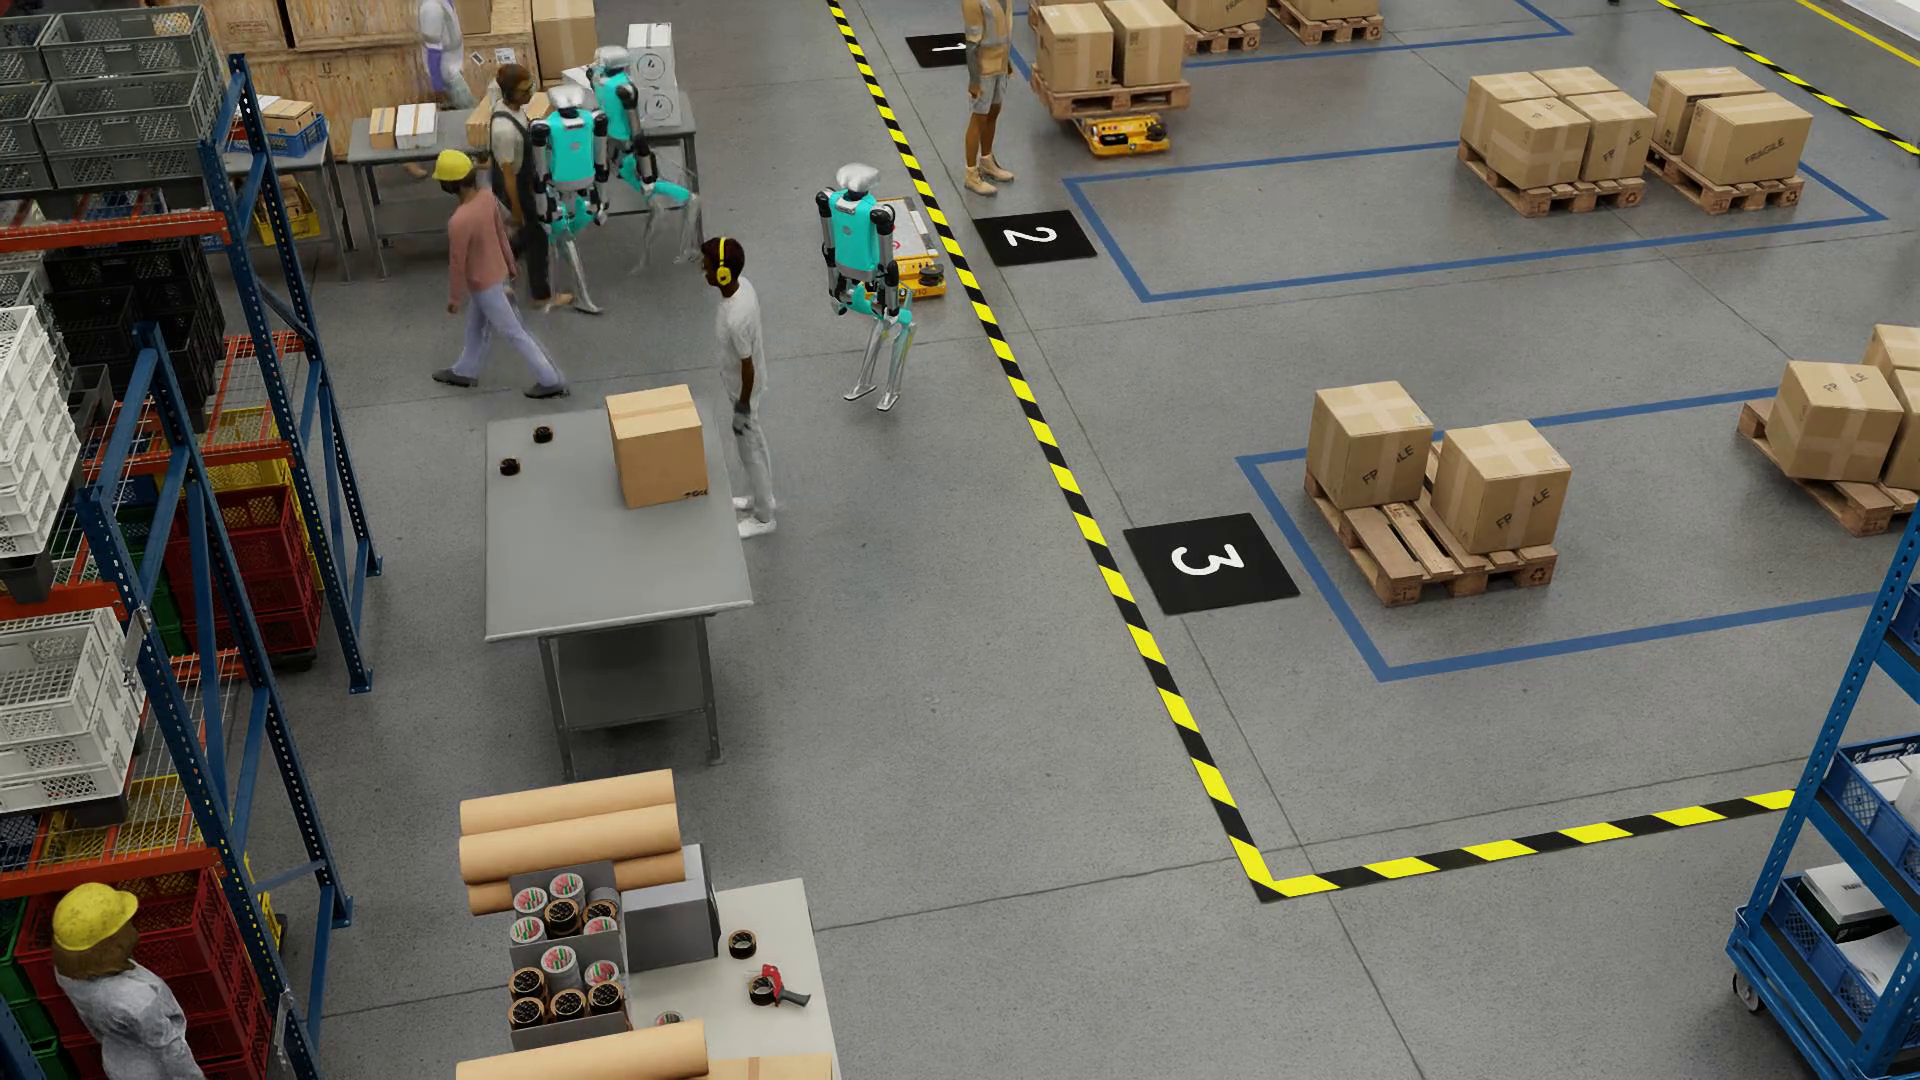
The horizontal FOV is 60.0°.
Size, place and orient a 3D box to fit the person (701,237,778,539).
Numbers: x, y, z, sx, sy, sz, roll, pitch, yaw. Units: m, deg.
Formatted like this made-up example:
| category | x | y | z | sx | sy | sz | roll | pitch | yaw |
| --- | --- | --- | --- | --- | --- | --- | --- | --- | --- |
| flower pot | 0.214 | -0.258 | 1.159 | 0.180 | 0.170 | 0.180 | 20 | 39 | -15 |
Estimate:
| category | x | y | z | sx | sy | sz | roll | pitch | yaw |
| --- | --- | --- | --- | --- | --- | --- | --- | --- | --- |
| person | -1.238 | -0.846 | 9.351 | 0.309 | 1.868 | 0.529 | -3 | 37 | -4 |

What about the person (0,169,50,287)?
| category | x | y | z | sx | sy | sz | roll | pitch | yaw |
| --- | --- | --- | --- | --- | --- | --- | --- | --- | --- |
| person | -6.182 | -1.854 | 10.769 | 0.917 | 1.795 | 0.639 | -9 | 38 | -12 |

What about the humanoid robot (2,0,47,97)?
| category | x | y | z | sx | sy | sz | roll | pitch | yaw |
| --- | --- | --- | --- | --- | --- | --- | --- | --- | --- |
| humanoid robot | -7.255 | -3.584 | 13.197 | 0.616 | 1.634 | 0.416 | 5 | 37 | 6 |

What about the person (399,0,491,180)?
| category | x | y | z | sx | sy | sz | roll | pitch | yaw |
| --- | --- | --- | --- | --- | --- | --- | --- | --- | --- |
| person | -4.129 | -3.732 | 13.113 | 0.905 | 2.013 | 0.619 | -9 | 38 | -12 |

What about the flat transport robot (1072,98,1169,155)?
| category | x | y | z | sx | sy | sz | roll | pitch | yaw |
| --- | --- | --- | --- | --- | --- | --- | --- | --- | --- |
| flat transport robot | 1.306 | -3.775 | 14.604 | 0.652 | 0.197 | 1.431 | -8 | 37 | -10 |

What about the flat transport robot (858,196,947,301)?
| category | x | y | z | sx | sy | sz | roll | pitch | yaw |
| --- | --- | --- | --- | --- | --- | --- | --- | --- | --- |
| flat transport robot | -0.570 | -2.220 | 12.538 | 0.659 | 0.231 | 1.431 | -8 | 37 | -10 |

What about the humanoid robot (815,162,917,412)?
| category | x | y | z | sx | sy | sz | roll | pitch | yaw |
| --- | --- | --- | --- | --- | --- | --- | --- | --- | --- |
| humanoid robot | -0.495 | -1.626 | 10.399 | 0.533 | 1.674 | 0.735 | 21 | 41 | 26 |

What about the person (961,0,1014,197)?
| category | x | y | z | sx | sy | sz | roll | pitch | yaw |
| --- | --- | --- | --- | --- | --- | --- | --- | --- | --- |
| person | 0.260 | -3.736 | 13.090 | 0.391 | 2.041 | 0.610 | 19 | 41 | 24 |

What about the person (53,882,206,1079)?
| category | x | y | z | sx | sy | sz | roll | pitch | yaw |
| --- | --- | --- | --- | --- | --- | --- | --- | --- | --- |
| person | -2.827 | 1.831 | 5.856 | 0.486 | 1.743 | 0.295 | 19 | 41 | 23 |

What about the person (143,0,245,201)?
| category | x | y | z | sx | sy | sz | roll | pitch | yaw |
| --- | --- | --- | --- | --- | --- | --- | --- | --- | --- |
| person | -5.957 | -3.475 | 12.851 | 0.495 | 1.907 | 0.553 | 4 | 37 | 5 |

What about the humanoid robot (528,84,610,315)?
| category | x | y | z | sx | sy | sz | roll | pitch | yaw |
| --- | --- | --- | --- | --- | --- | --- | --- | --- | --- |
| humanoid robot | -2.754 | -2.368 | 11.505 | 0.585 | 1.777 | 0.875 | -19 | 41 | -24 |

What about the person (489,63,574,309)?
| category | x | y | z | sx | sy | sz | roll | pitch | yaw |
| --- | --- | --- | --- | --- | --- | --- | --- | --- | --- |
| person | -3.118 | -2.420 | 11.508 | 0.558 | 1.819 | 0.543 | -8 | 37 | -10 |

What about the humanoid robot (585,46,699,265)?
| category | x | y | z | sx | sy | sz | roll | pitch | yaw |
| --- | --- | --- | --- | --- | --- | --- | --- | --- | --- |
| humanoid robot | -2.198 | -2.738 | 12.059 | 0.840 | 1.828 | 0.555 | -28 | 45 | -32 |

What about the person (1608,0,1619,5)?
| category | x | y | z | sx | sy | sz | roll | pitch | yaw |
| --- | --- | --- | --- | --- | --- | --- | --- | --- | --- |
| person | 6.913 | -6.449 | 16.941 | 0.582 | 1.797 | 0.832 | 7 | 37 | 10 |

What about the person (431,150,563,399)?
| category | x | y | z | sx | sy | sz | roll | pitch | yaw |
| --- | --- | --- | --- | --- | --- | --- | --- | --- | --- |
| person | -3.052 | -1.664 | 10.573 | 0.928 | 1.707 | 0.532 | 4 | 37 | 5 |

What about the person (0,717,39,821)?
| category | x | y | z | sx | sy | sz | roll | pitch | yaw |
| --- | --- | --- | --- | --- | --- | --- | --- | --- | --- |
| person | -4.630 | 0.503 | 7.544 | 0.325 | 1.864 | 0.505 | 1 | 37 | 1 |
